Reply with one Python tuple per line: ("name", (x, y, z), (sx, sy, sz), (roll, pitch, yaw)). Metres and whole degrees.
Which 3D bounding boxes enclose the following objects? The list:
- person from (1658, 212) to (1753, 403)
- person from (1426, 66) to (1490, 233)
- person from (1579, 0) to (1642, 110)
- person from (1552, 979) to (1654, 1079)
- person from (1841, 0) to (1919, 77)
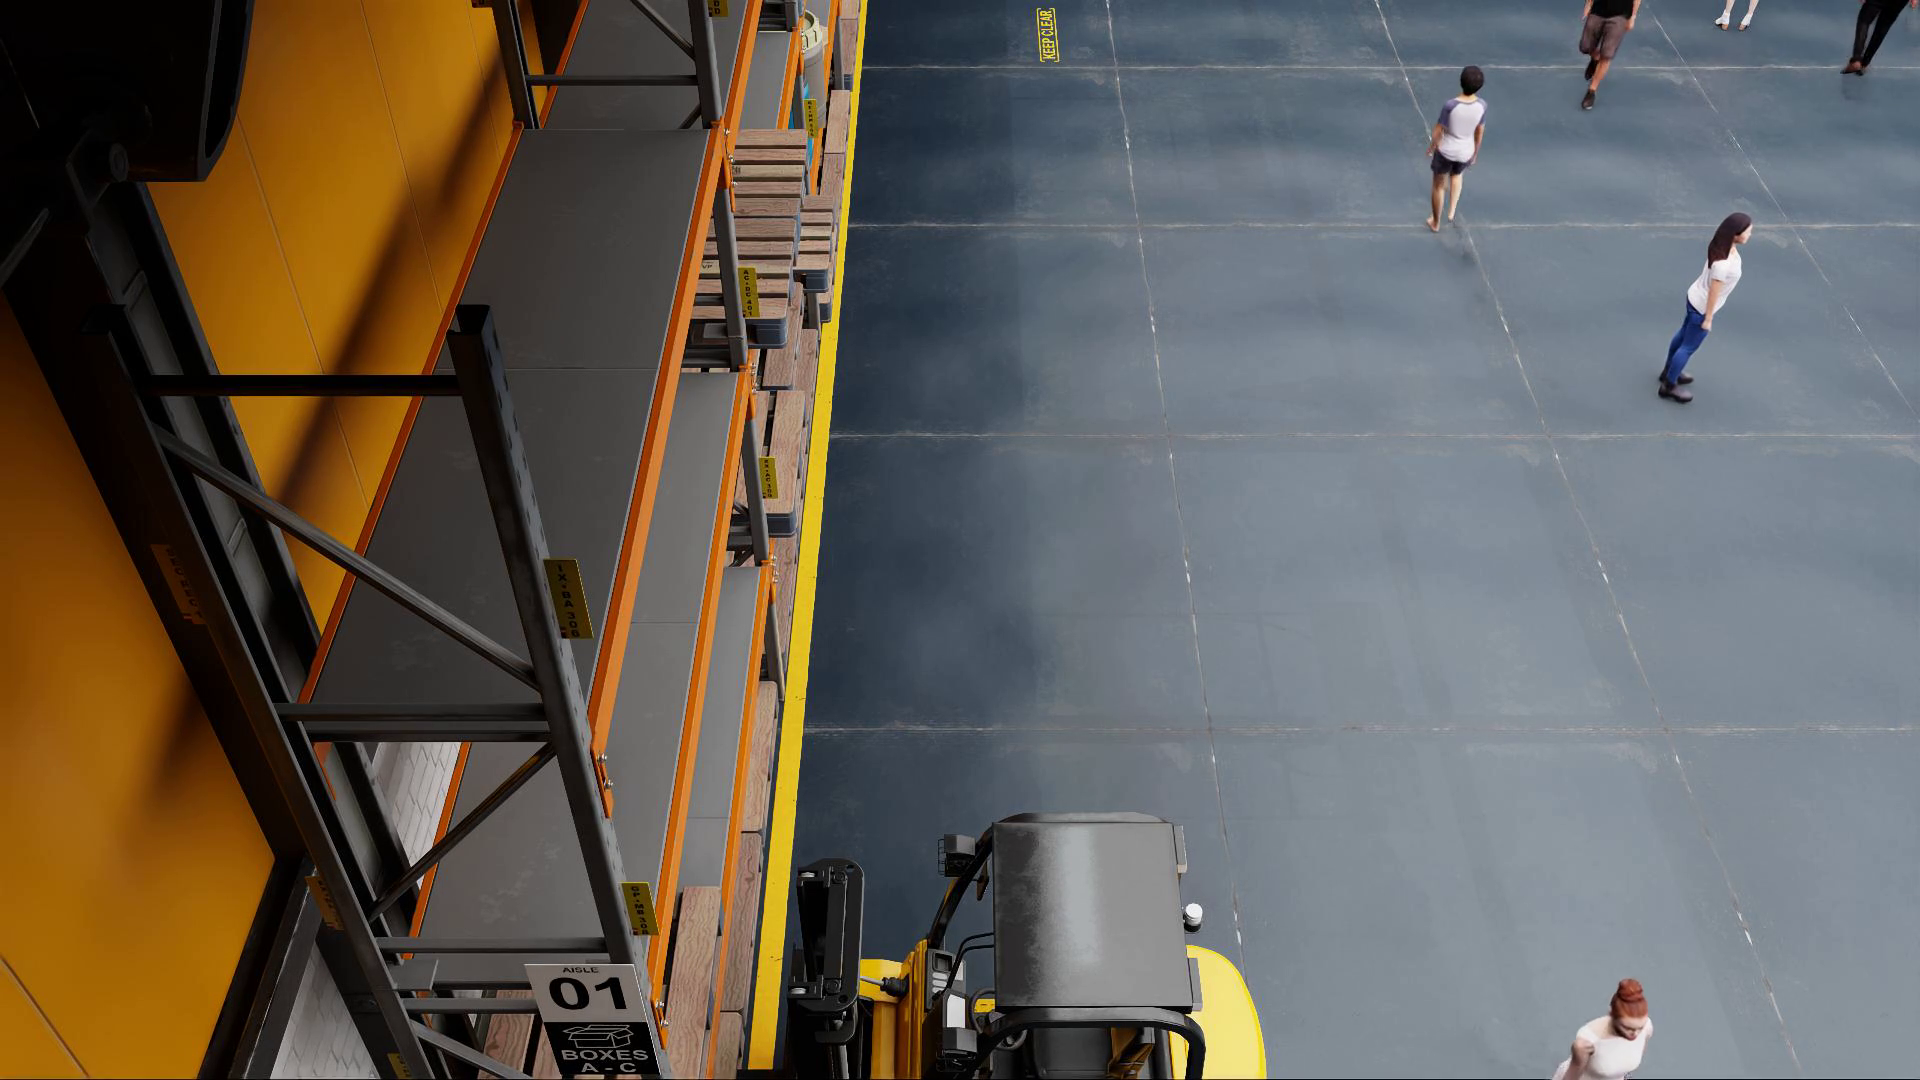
("person", (5.762, -1.819, 12.932), (0.706, 1.681, 0.547), (10, 44, 10))
("person", (4.394, -3.414, 14.700), (0.581, 1.552, 0.596), (-4, 44, -5))
("person", (6.451, -5.230, 16.393), (0.966, 1.846, 1.101), (23, 48, 22))
("person", (3.048, 2.614, 8.205), (0.654, 1.782, 0.682), (-8, 44, -8))
("person", (9.316, -5.472, 16.629), (0.898, 1.870, 1.004), (15, 46, 15))
